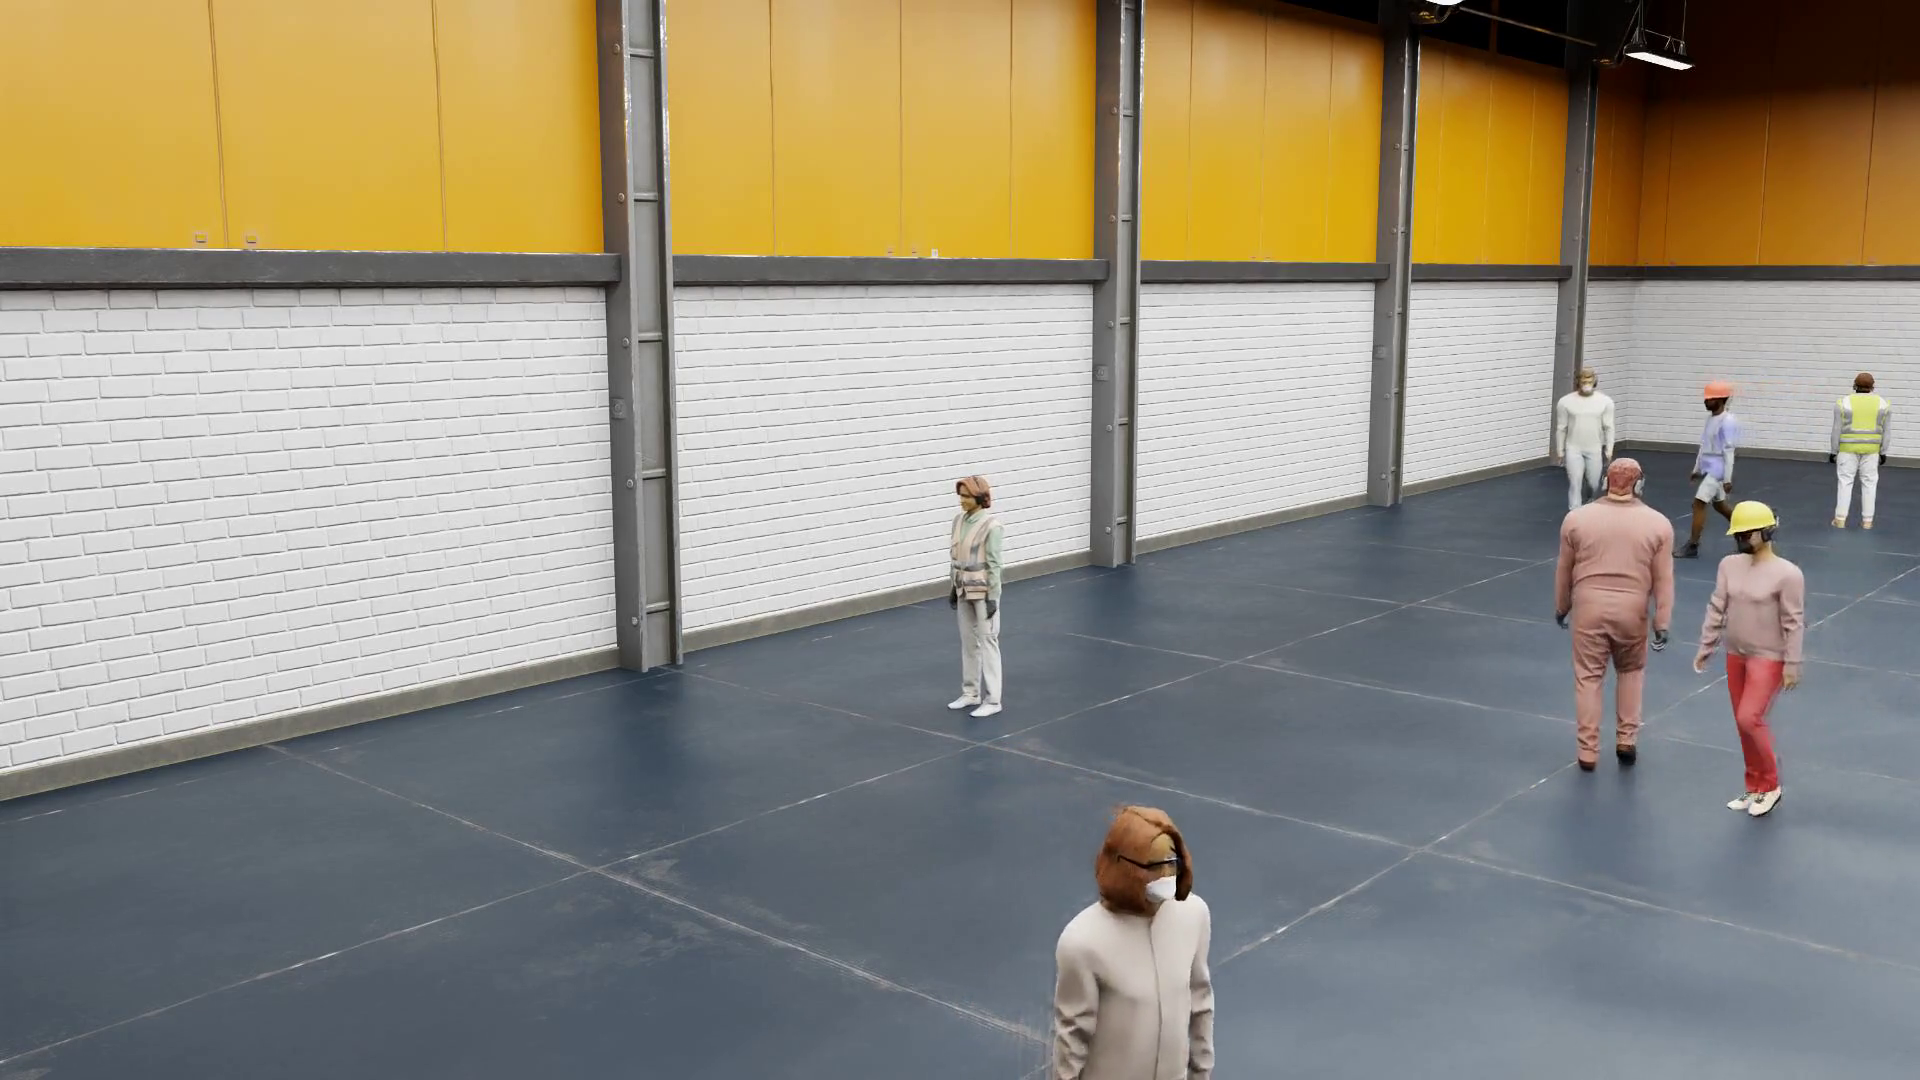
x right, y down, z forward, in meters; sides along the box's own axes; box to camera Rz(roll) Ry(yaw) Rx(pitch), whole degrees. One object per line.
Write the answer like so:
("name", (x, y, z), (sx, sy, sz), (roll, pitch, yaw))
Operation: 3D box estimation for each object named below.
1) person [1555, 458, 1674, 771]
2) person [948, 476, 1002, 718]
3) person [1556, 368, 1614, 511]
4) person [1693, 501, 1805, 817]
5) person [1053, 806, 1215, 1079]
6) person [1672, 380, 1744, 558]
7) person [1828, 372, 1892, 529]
("person", (3.943, 0.442, 10.064), (0.661, 1.884, 0.587), (3, 10, 21))
("person", (0.108, 0.378, 11.271), (0.316, 1.630, 0.510), (-7, 11, -35))
("person", (7.250, -1.048, 19.351), (0.648, 1.914, 0.797), (2, 9, 15))
("person", (4.362, 0.655, 9.188), (0.449, 1.743, 0.527), (-3, 10, -21))
("person", (0.431, 1.469, 4.497), (0.503, 1.614, 0.675), (-6, 11, -32))
("person", (7.999, -0.732, 17.430), (0.936, 1.904, 0.548), (1, 9, 8))
("person", (10.568, -1.048, 19.568), (0.637, 1.841, 0.429), (3, 9, 16))
